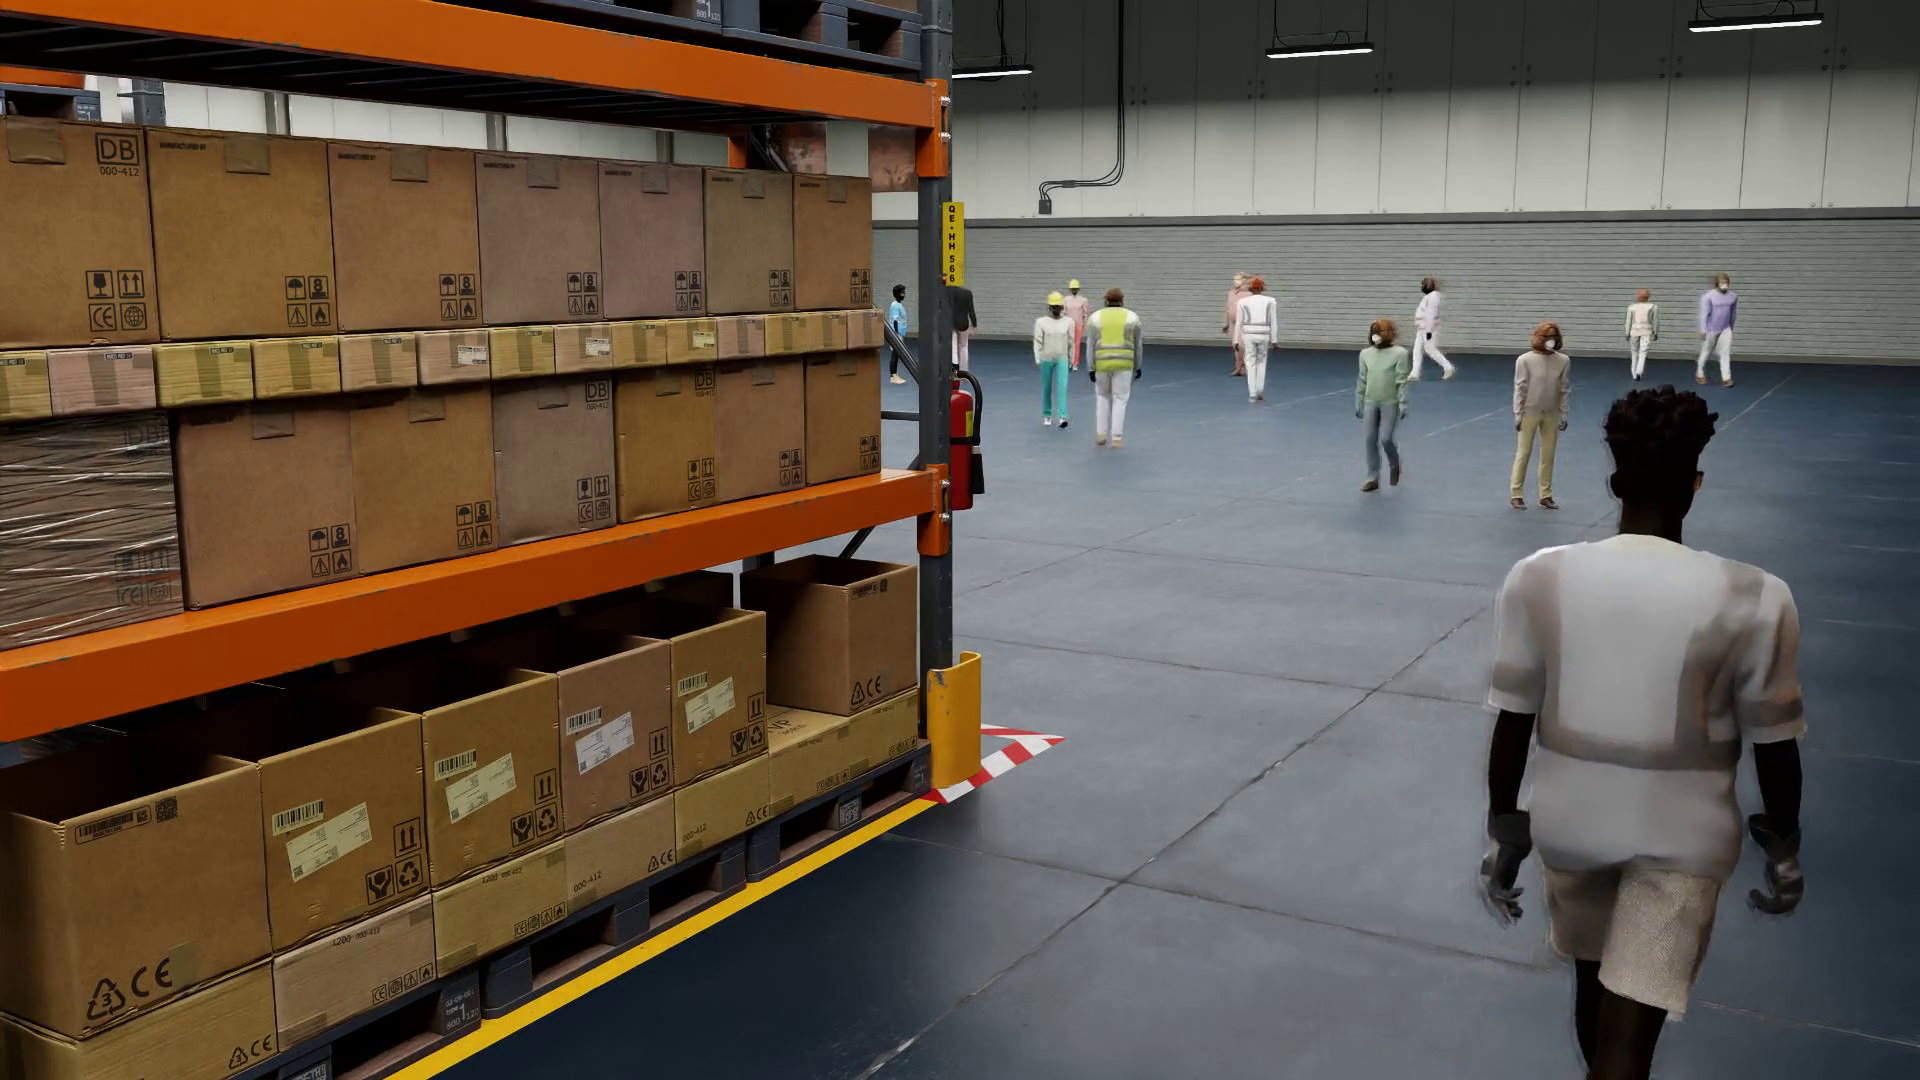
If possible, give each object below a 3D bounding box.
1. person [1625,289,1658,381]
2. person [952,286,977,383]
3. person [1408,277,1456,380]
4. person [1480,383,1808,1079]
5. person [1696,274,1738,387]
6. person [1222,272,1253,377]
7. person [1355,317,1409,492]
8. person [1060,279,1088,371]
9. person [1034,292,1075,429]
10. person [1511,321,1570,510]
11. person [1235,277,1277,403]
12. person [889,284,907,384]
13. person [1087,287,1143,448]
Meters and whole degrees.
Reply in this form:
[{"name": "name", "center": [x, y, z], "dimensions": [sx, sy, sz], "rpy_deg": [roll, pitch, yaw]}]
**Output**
[{"name": "person", "center": [11.932, -3.595, 29.155], "dimensions": [0.516, 1.604, 0.803], "rpy_deg": [6, 11, 32]}, {"name": "person", "center": [-0.045, -3.674, 28.674], "dimensions": [0.657, 1.929, 0.924], "rpy_deg": [0, 10, -2]}, {"name": "person", "center": [8.234, -3.682, 29.058], "dimensions": [0.817, 1.814, 0.631], "rpy_deg": [1, 10, 5]}, {"name": "person", "center": [1.471, 0.620, 3.615], "dimensions": [0.613, 1.915, 1.026], "rpy_deg": [8, 13, 39]}, {"name": "person", "center": [12.715, -3.525, 27.942], "dimensions": [0.650, 1.890, 1.038], "rpy_deg": [-1, 10, -3]}, {"name": "person", "center": [5.026, -3.883, 30.012], "dimensions": [0.456, 1.891, 0.658], "rpy_deg": [-6, 11, -30]}, {"name": "person", "center": [3.899, -1.248, 15.383], "dimensions": [0.516, 1.619, 0.392], "rpy_deg": [9, 13, 42]}, {"name": "person", "center": [2.186, -4.134, 31.925], "dimensions": [0.528, 1.742, 0.791], "rpy_deg": [1, 10, 7]}, {"name": "person", "center": [1.205, -2.274, 21.115], "dimensions": [0.528, 1.715, 0.943], "rpy_deg": [0, 10, -2]}, {"name": "person", "center": [4.986, -1.063, 14.290], "dimensions": [0.500, 1.625, 0.294], "rpy_deg": [-1, 10, -8]}, {"name": "person", "center": [4.411, -2.997, 24.889], "dimensions": [0.615, 1.862, 0.676], "rpy_deg": [0, 10, 1]}, {"name": "person", "center": [-1.058, -3.500, 28.325], "dimensions": [0.319, 1.698, 0.539], "rpy_deg": [1, 10, 5]}, {"name": "person", "center": [1.783, -1.975, 19.063], "dimensions": [0.629, 1.813, 0.727], "rpy_deg": [2, 10, 11]}]
